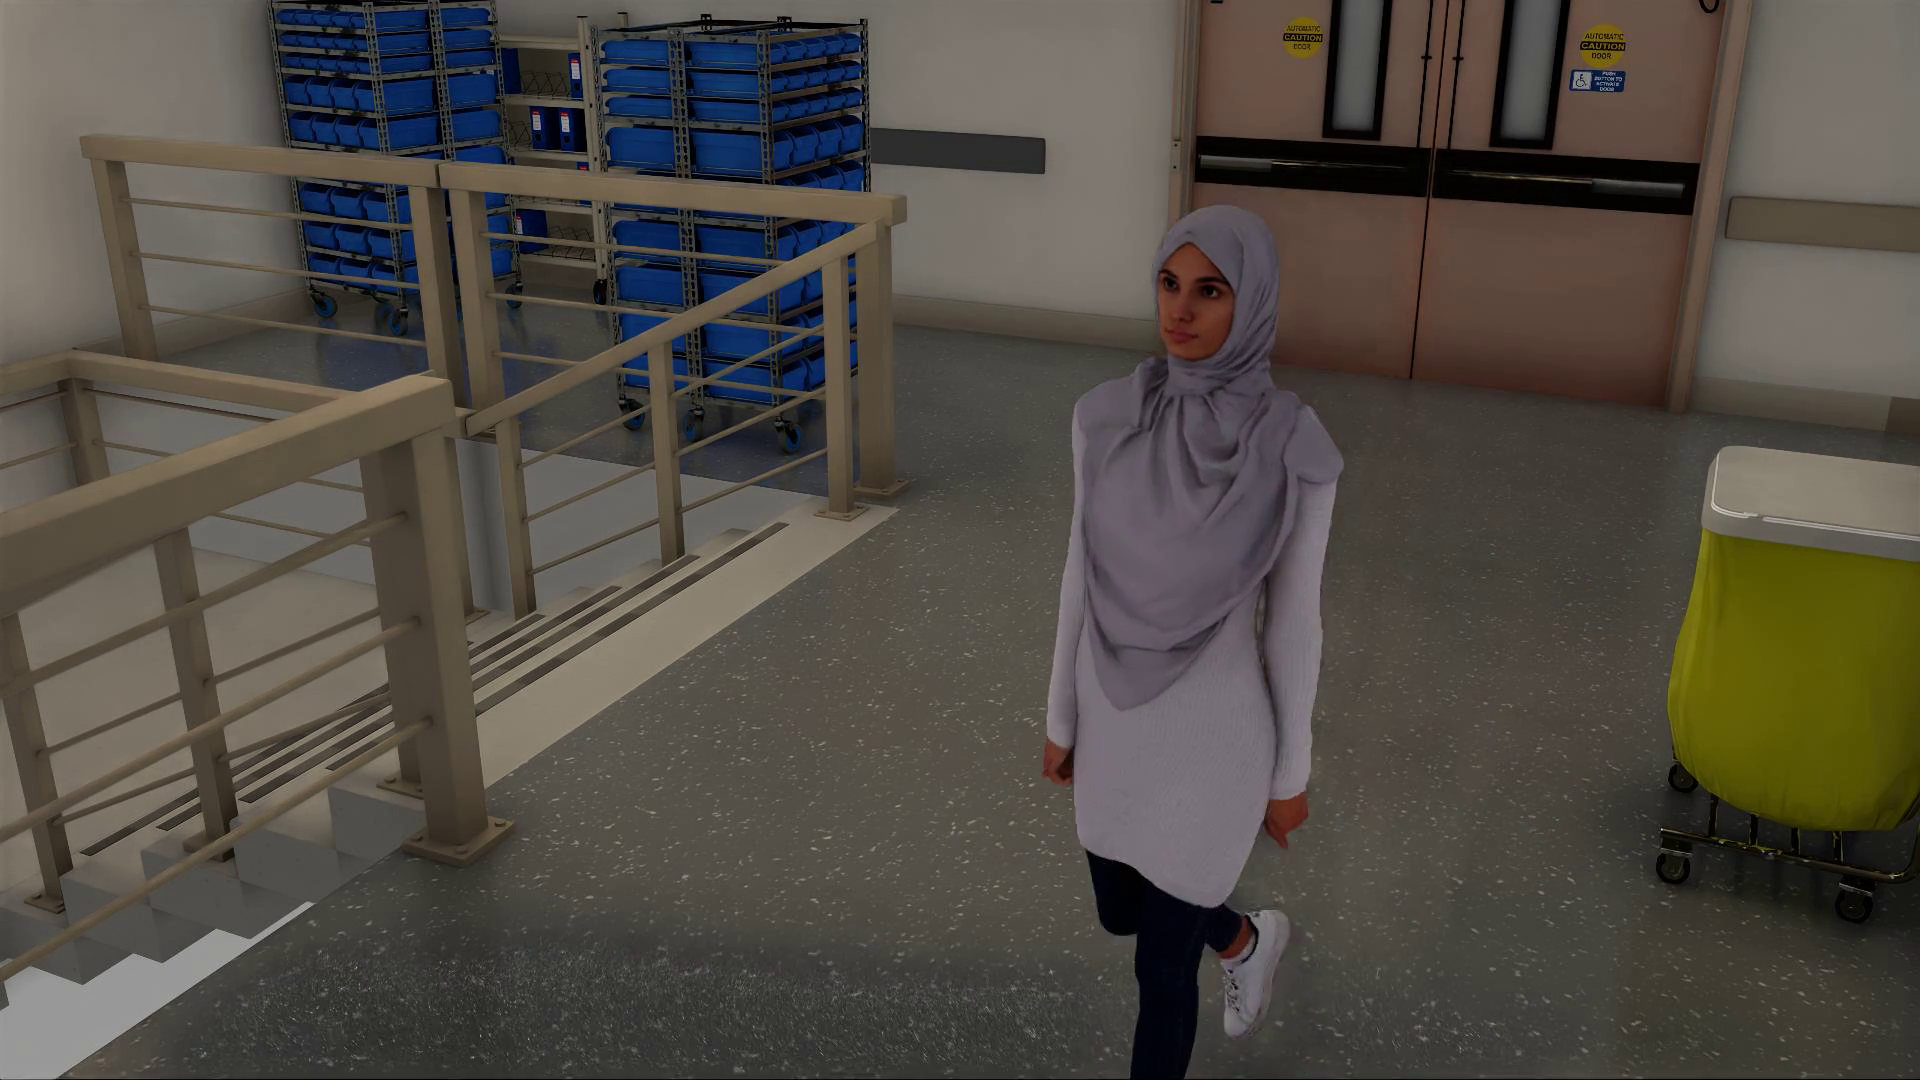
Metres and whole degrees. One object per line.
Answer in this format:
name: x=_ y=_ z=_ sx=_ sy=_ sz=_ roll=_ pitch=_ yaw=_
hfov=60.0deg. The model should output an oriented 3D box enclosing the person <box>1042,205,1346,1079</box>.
person: x=0.402 y=0.320 z=2.832 sx=1.027 sy=1.758 sz=0.858 roll=16 pitch=26 yaw=36
